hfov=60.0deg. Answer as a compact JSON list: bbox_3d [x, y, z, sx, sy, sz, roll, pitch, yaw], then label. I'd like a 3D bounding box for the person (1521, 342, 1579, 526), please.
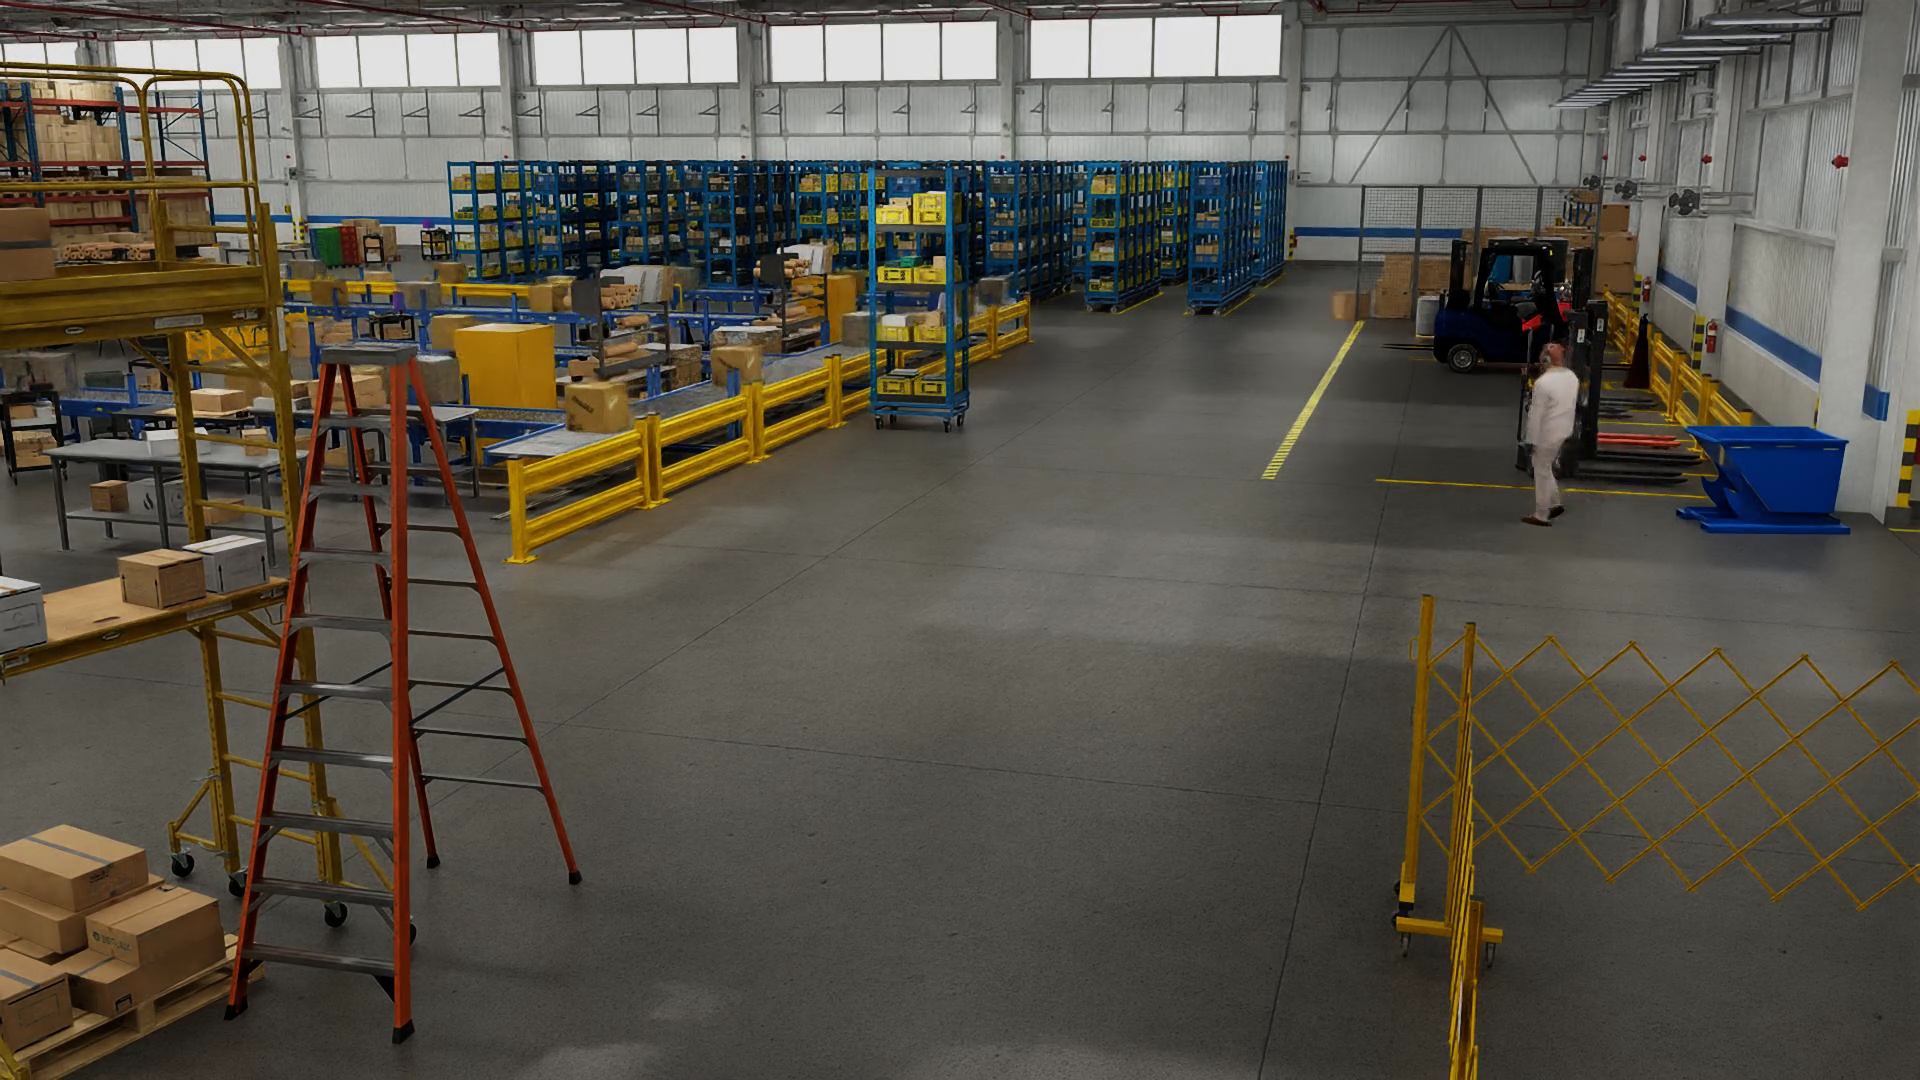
[{"bbox_3d":[6.013,-1.081,17.082,0.669,1.894,0.432,-10,16,-37],"label":"person"}]

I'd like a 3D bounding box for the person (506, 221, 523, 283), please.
[{"bbox_3d":[-13.237,-8.481,49.074,0.632,1.896,1.011,7,15,28],"label":"person"}]

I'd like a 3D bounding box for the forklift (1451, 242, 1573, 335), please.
[{"bbox_3d":[10.464,-4.597,31.405,2.680,1.987,1.157,4,14,16],"label":"forklift"}]

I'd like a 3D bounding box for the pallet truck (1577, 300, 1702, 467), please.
[{"bbox_3d":[8.263,-1.952,20.631,1.885,1.965,0.823,5,14,20],"label":"pallet truck"}]

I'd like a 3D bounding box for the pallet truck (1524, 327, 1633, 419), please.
[{"bbox_3d":[9.065,-2.460,24.370,1.522,1.261,0.704,3,13,14],"label":"pallet truck"}]

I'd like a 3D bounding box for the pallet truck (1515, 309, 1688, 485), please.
[{"bbox_3d":[7.554,-1.677,19.446,1.885,1.965,0.823,3,13,14],"label":"pallet truck"}]

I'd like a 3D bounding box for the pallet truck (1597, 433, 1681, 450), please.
[{"bbox_3d":[8.641,-1.896,21.908,1.630,1.274,0.653,4,14,16],"label":"pallet truck"}]

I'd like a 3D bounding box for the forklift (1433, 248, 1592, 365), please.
[{"bbox_3d":[9.780,-4.111,29.280,2.680,1.987,1.157,3,13,14],"label":"forklift"}]

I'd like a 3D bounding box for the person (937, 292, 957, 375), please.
[{"bbox_3d":[-0.240,-3.527,27.360,0.395,2.033,0.605,0,13,-1],"label":"person"}]

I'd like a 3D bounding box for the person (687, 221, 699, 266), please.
[{"bbox_3d":[-8.146,-8.869,50.884,0.404,1.829,0.601,-5,14,-20],"label":"person"}]

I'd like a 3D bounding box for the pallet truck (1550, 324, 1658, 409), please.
[{"bbox_3d":[9.824,-2.669,25.407,1.601,1.201,0.680,4,14,16],"label":"pallet truck"}]
